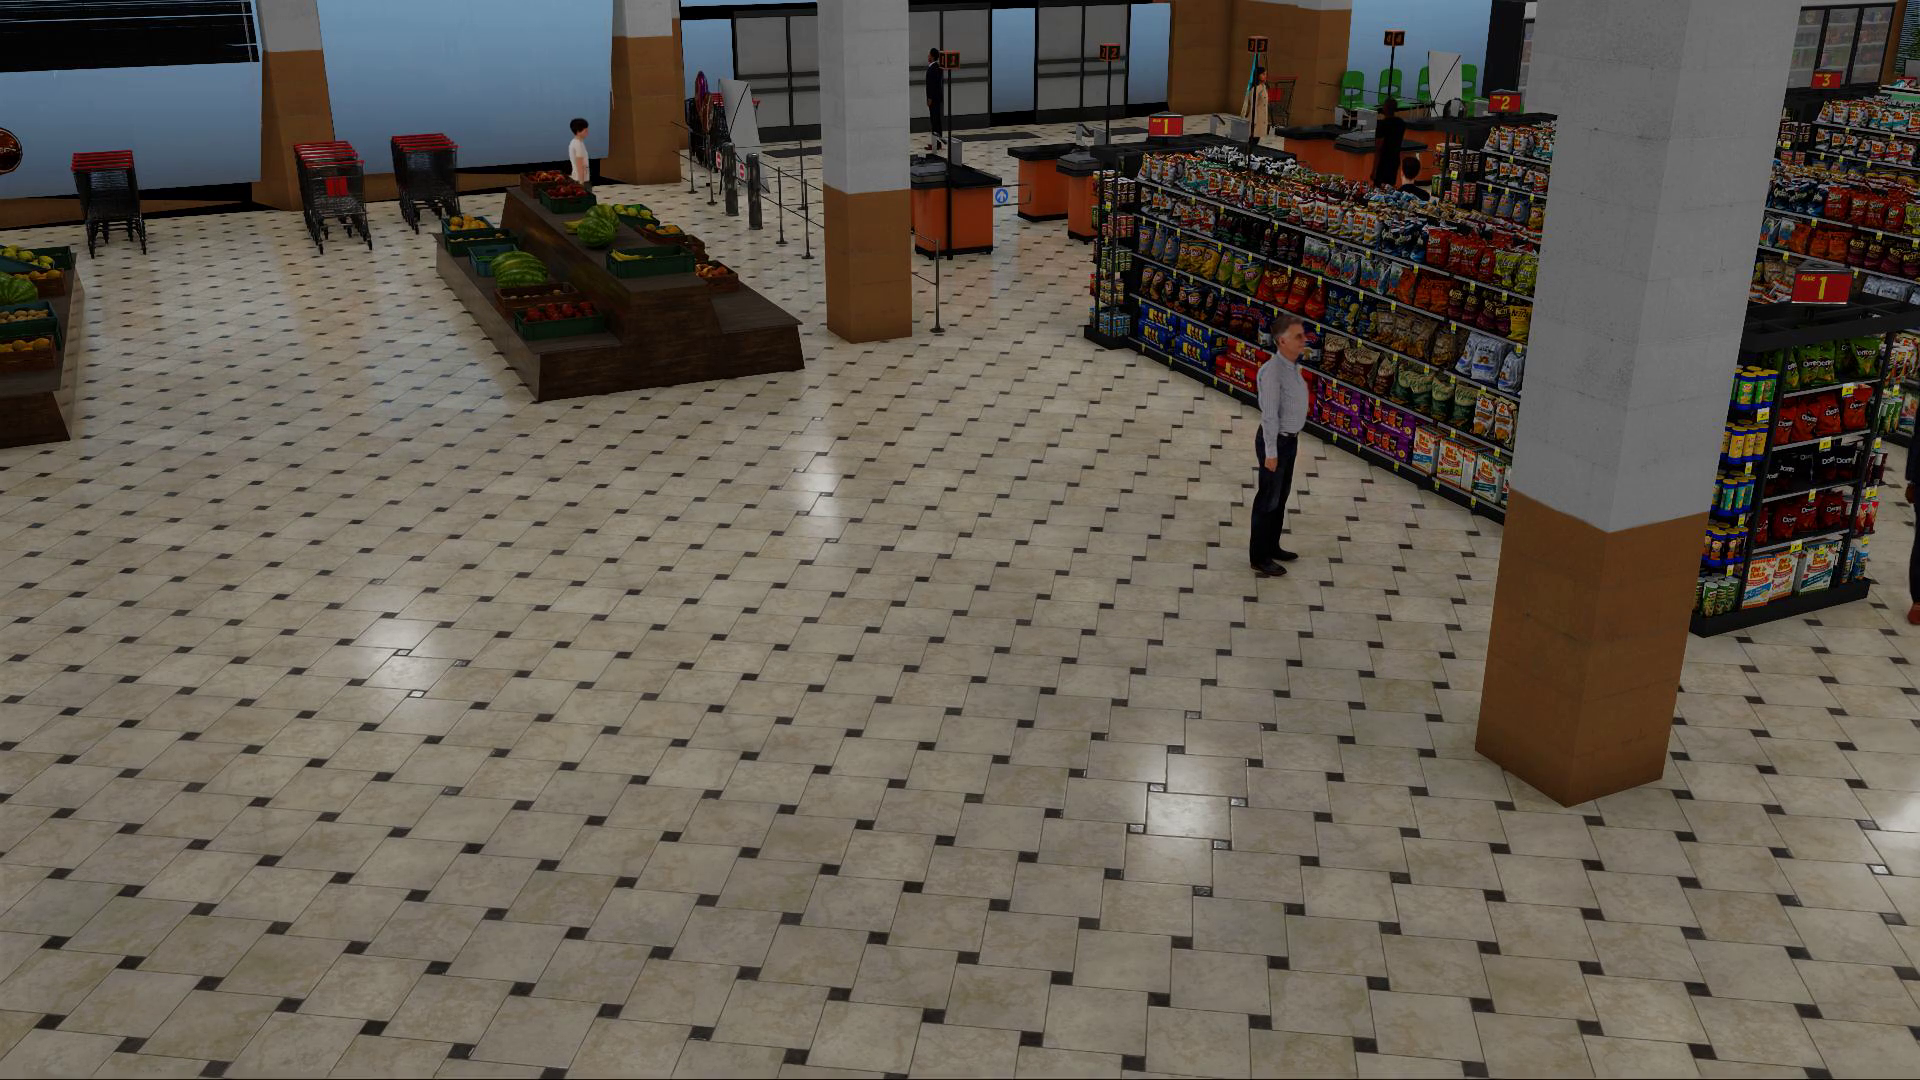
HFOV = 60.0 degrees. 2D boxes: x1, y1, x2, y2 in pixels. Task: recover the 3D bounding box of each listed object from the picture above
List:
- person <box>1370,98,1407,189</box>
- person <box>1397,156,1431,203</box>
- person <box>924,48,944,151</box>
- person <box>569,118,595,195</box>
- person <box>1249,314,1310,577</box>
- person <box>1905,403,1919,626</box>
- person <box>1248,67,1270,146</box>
[{"bbox_3d":[5.673,-4.944,22.102,0.706,1.819,0.632,-15,27,-33],"label":"person"},{"bbox_3d":[4.569,-2.995,17.151,0.719,1.894,0.653,-6,23,-15],"label":"person"},{"bbox_3d":[-0.438,-7.732,29.164,0.766,1.727,0.684,6,23,14],"label":"person"},{"bbox_3d":[-4.976,-4.595,21.486,0.711,1.631,1.002,-7,23,-16],"label":"person"},{"bbox_3d":[2.198,-0.679,11.487,0.764,1.820,0.739,12,25,27],"label":"person"},{"bbox_3d":[6.376,-0.382,10.766,0.988,1.805,1.034,9,24,22],"label":"person"},{"bbox_3d":[4.780,-6.761,26.810,0.748,1.680,0.725,11,24,26],"label":"person"}]
